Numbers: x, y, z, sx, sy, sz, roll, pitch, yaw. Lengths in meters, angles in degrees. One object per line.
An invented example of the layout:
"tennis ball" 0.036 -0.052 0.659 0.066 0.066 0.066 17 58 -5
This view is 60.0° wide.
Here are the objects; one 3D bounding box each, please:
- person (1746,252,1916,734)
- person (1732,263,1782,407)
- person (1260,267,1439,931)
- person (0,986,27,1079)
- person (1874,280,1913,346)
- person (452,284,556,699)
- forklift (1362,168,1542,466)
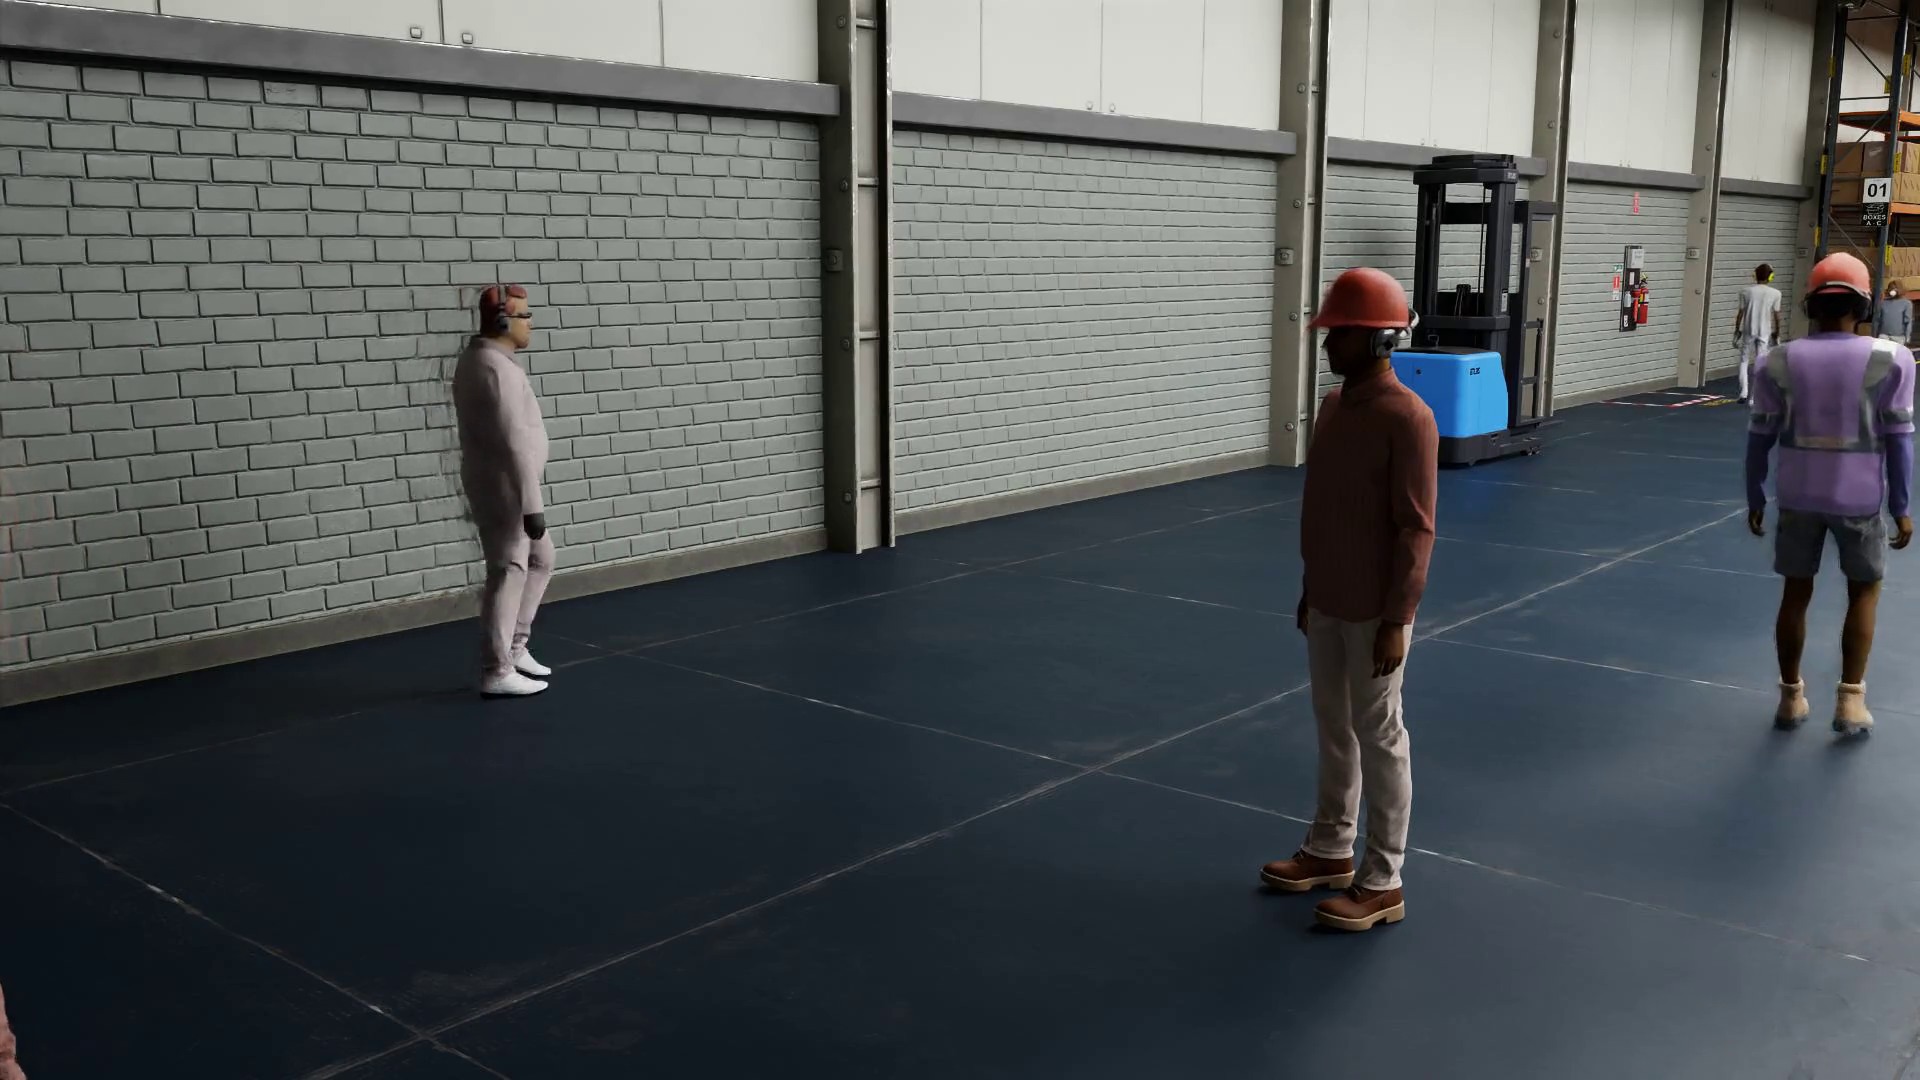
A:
"person" 3.676 -0.185 7.039 0.660 2.033 0.440 8 13 39
"person" 10.401 -2.671 21.695 0.575 1.853 0.455 5 11 27
"person" 1.208 0.174 5.096 0.375 1.996 0.608 -3 10 -17
"person" -2.646 0.476 3.804 1.011 1.856 0.644 3 10 17
"person" 13.519 -2.966 24.122 0.508 1.589 0.875 9 13 41
"person" -2.030 -0.219 7.642 0.524 1.887 0.670 -5 11 -25
"forklift" 4.875 -2.212 16.287 1.129 2.768 1.873 8 13 40
